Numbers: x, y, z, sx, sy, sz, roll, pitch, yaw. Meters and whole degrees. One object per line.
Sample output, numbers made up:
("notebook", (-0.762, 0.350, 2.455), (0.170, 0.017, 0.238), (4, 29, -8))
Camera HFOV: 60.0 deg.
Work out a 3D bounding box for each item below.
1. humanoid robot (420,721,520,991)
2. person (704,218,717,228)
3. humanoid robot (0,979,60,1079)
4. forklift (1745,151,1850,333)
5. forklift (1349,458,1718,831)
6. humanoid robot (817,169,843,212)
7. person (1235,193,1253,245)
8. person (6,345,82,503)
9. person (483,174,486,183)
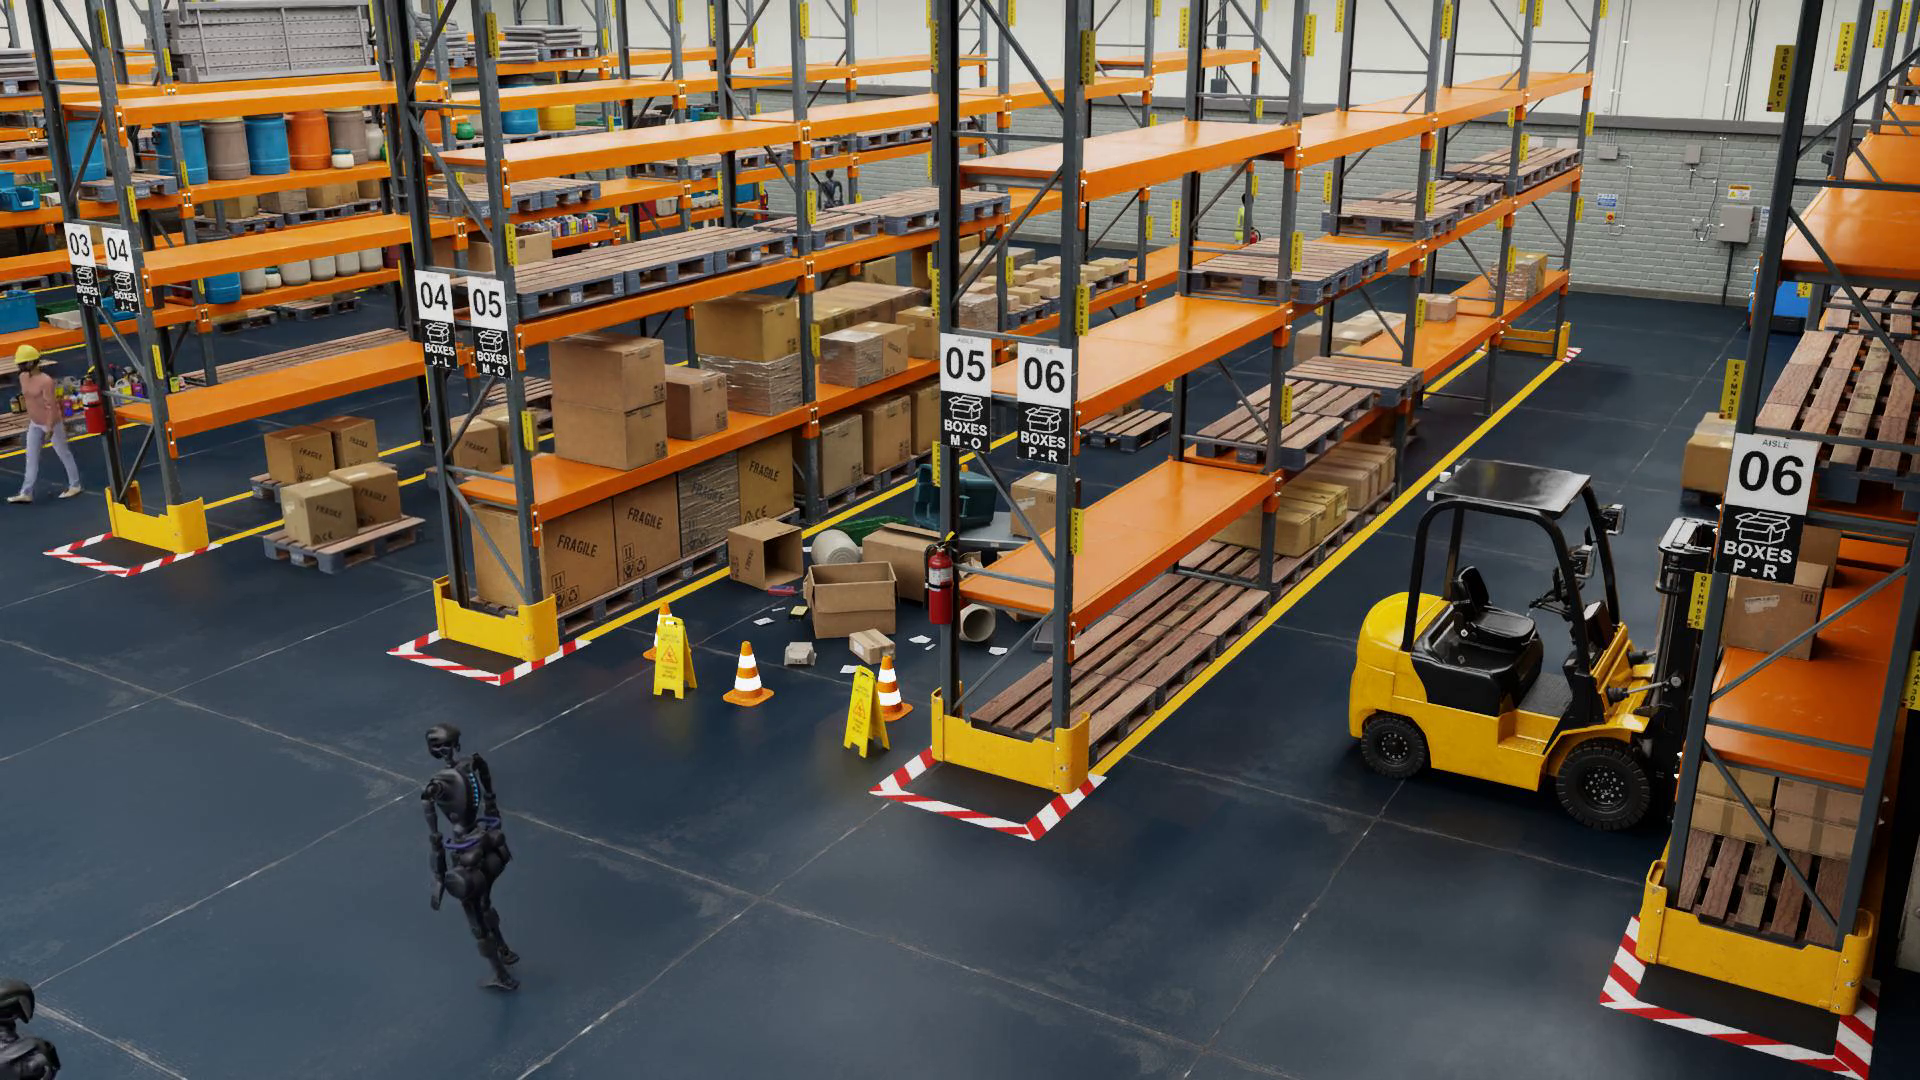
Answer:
("humanoid robot", (-2.733, 1.778, 9.336), (0.404, 1.644, 0.611), (8, 21, 21))
("person", (-5.235, -7.064, 34.871), (0.489, 1.688, 0.349), (-6, 20, -17))
("humanoid robot", (-3.953, 2.598, 6.977), (0.603, 1.630, 0.652), (13, 23, 33))
("forklift", (13.620, -4.667, 26.137), (1.873, 2.768, 1.129), (11, 22, 29))
("forklift", (3.988, 0.658, 11.776), (2.313, 2.155, 1.214), (11, 22, 29))
("humanoid robot", (-2.680, -6.817, 34.198), (0.603, 1.635, 0.630), (-9, 21, -25))
("person", (5.187, -5.513, 30.382), (0.319, 1.687, 0.537), (-1, 19, -3))
("person", (-9.970, -1.227, 17.911), (0.547, 1.725, 0.857), (9, 21, 24))
("person", (-10.394, -7.743, 36.658), (0.331, 1.801, 0.515), (13, 23, 33))
